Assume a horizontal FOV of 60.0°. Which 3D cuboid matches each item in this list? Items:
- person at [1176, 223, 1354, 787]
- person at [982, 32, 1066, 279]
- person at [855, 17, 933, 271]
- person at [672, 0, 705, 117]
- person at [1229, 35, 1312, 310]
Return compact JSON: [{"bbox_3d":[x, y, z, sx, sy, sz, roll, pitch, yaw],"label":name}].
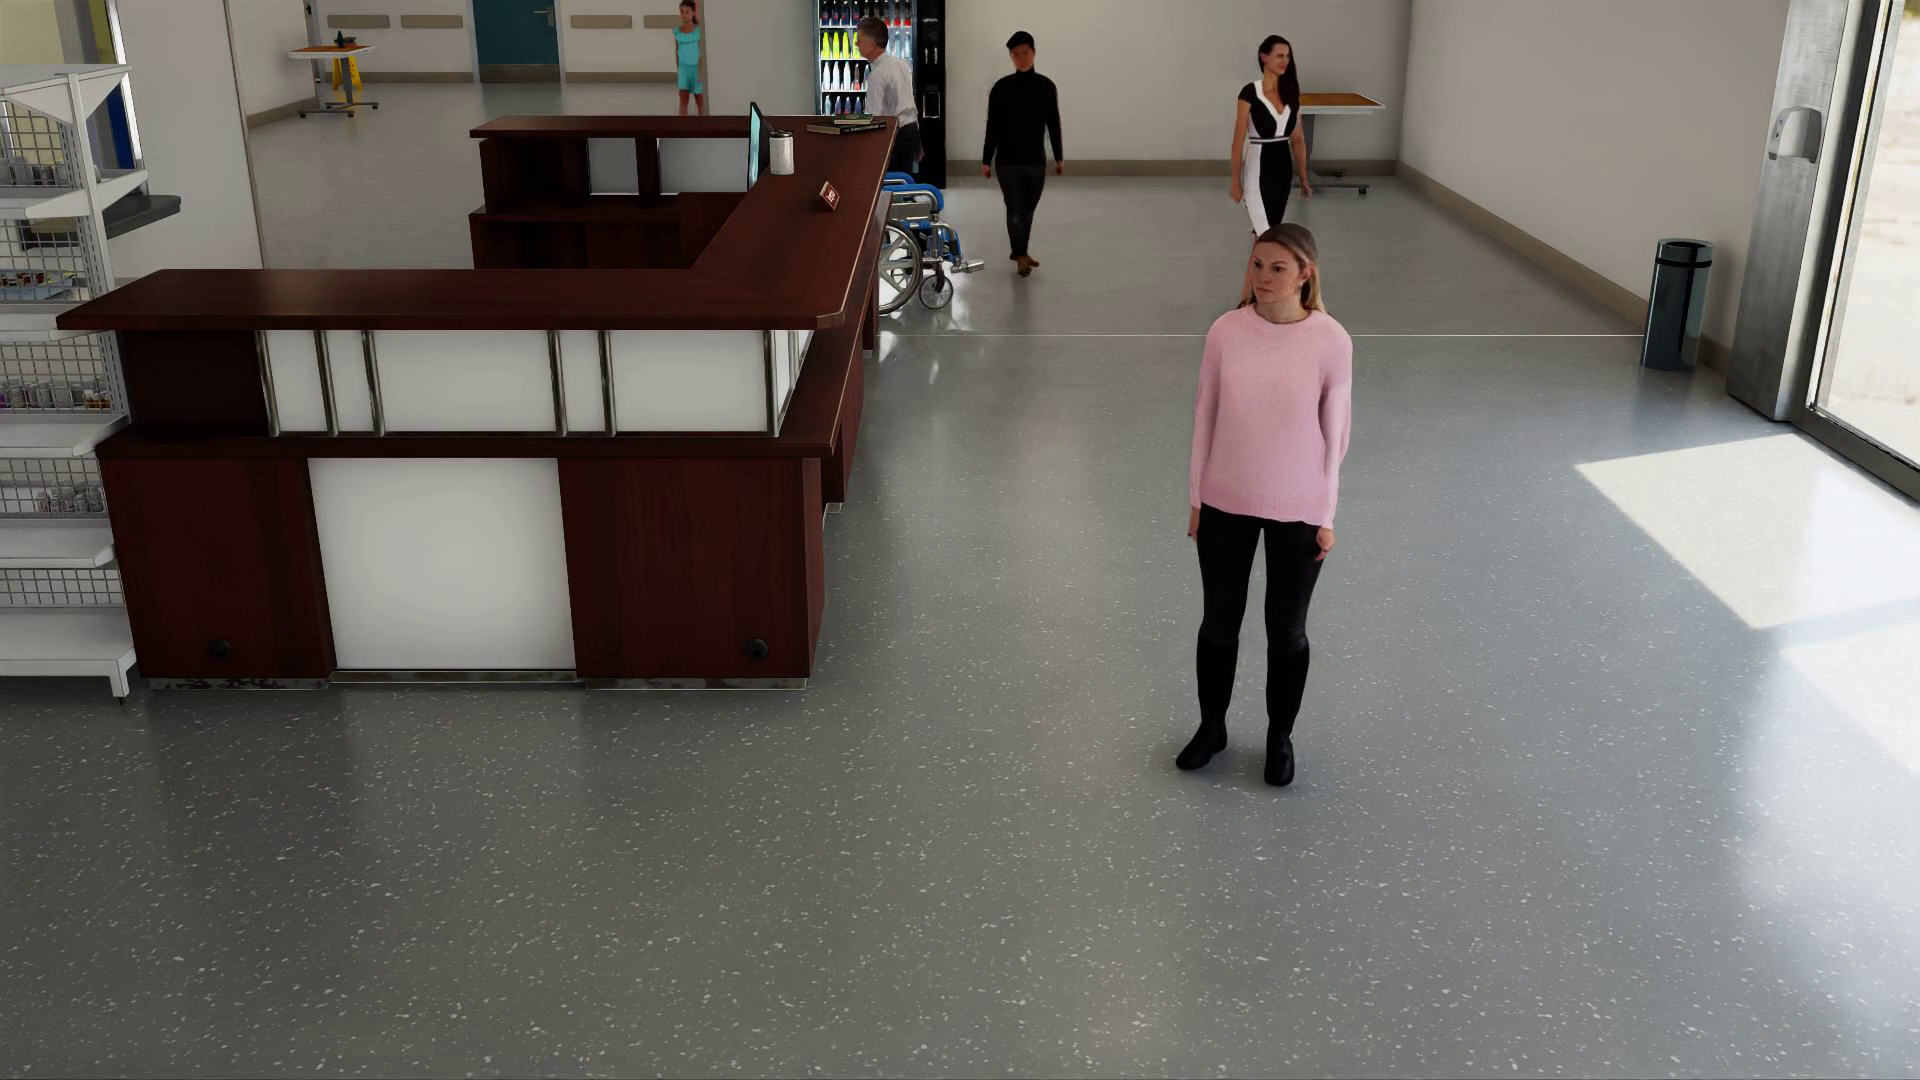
[{"bbox_3d":[0.899,-0.096,4.888,0.592,1.687,0.730,7,22,19],"label":"person"},{"bbox_3d":[0.423,-2.718,11.830,1.090,1.672,0.961,-7,22,-17],"label":"person"},{"bbox_3d":[-0.372,-2.776,11.844,0.883,1.771,0.811,8,22,20],"label":"person"},{"bbox_3d":[-3.013,-5.304,18.876,1.032,1.518,0.714,3,21,9],"label":"person"},{"bbox_3d":[1.831,-2.171,10.227,0.710,1.784,0.782,-12,24,-30],"label":"person"}]
